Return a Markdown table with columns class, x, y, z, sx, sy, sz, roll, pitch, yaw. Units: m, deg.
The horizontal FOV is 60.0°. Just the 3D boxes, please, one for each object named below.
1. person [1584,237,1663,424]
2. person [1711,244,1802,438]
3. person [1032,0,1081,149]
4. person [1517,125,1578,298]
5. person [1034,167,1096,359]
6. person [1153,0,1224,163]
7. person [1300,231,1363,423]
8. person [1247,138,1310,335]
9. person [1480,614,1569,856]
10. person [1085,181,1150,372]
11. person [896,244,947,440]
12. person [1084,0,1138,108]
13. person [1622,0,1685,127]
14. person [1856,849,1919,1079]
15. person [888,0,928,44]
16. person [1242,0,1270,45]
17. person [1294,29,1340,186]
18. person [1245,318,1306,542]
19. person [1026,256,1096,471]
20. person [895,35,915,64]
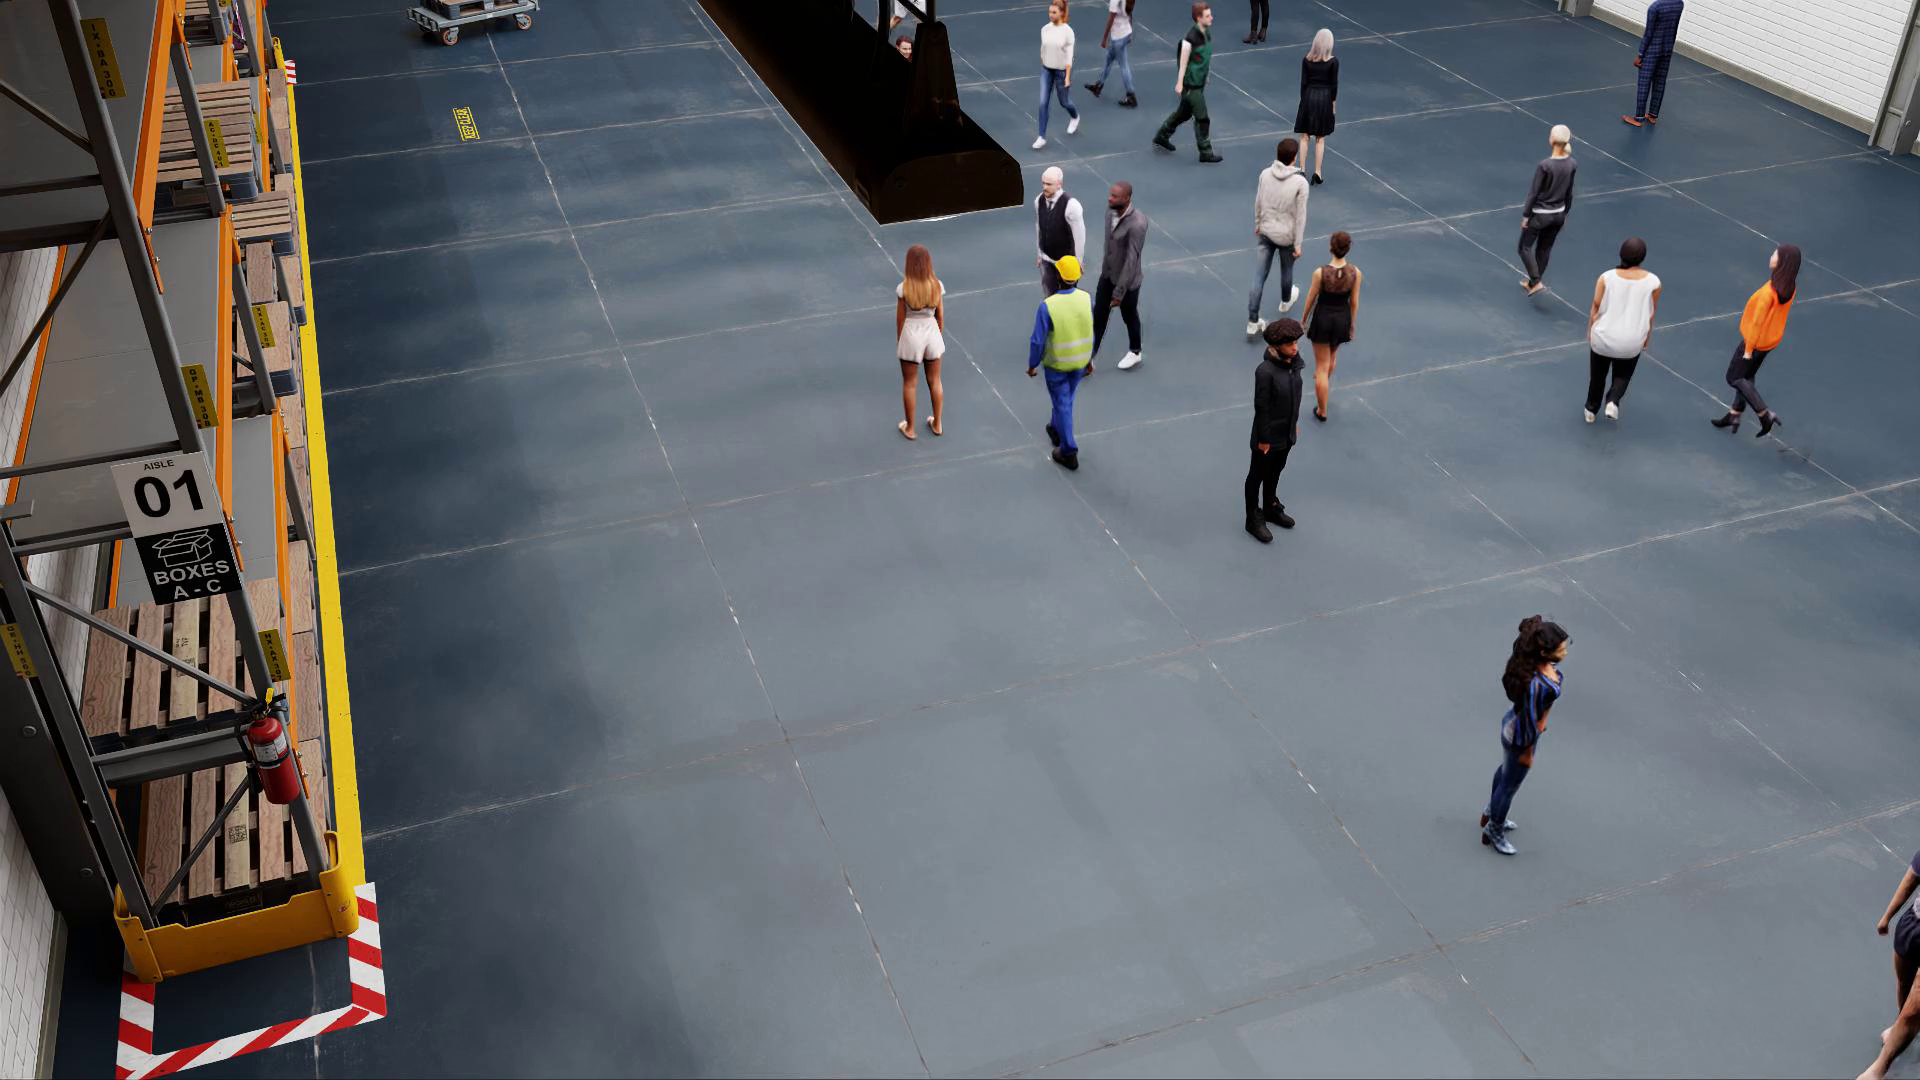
| class | x | y | z | sx | sy | sz | roll | pitch | yaw |
| --- | --- | --- | --- | --- | --- | --- | --- | --- | --- |
| person | 5.510 | -1.708 | 13.930 | 0.778 | 1.673 | 0.829 | 13 | 36 | 18 |
| person | 6.661 | -1.599 | 13.708 | 0.792 | 1.737 | 0.929 | -26 | 42 | -34 |
| person | 1.185 | -5.523 | 19.655 | 1.113 | 1.689 | 1.088 | 20 | 38 | 27 |
| person | 5.674 | -3.120 | 16.014 | 0.700 | 1.717 | 0.813 | -6 | 34 | -9 |
| person | 0.969 | -2.532 | 15.054 | 1.014 | 1.800 | 1.010 | 26 | 41 | 33 |
| person | 2.613 | -5.280 | 19.184 | 1.221 | 1.805 | 1.132 | 16 | 37 | 22 |
| person | 3.150 | -1.771 | 14.049 | 0.732 | 1.646 | 1.005 | -3 | 34 | -5 |
| person | 2.892 | -2.773 | 15.407 | 1.271 | 1.811 | 1.252 | 19 | 38 | 26 |
| person | 3.285 | 1.130 | 9.711 | 0.754 | 1.616 | 0.680 | 12 | 35 | 17 |
| person | 1.494 | -2.317 | 14.749 | 0.977 | 1.780 | 1.072 | -22 | 40 | -30 |
| person | -0.330 | -1.642 | 13.814 | 0.586 | 1.692 | 0.563 | -9 | 35 | -13 |
| person | 2.072 | -6.240 | 20.730 | 1.096 | 1.693 | 1.003 | 17 | 37 | 24 |
| person | 8.467 | -5.949 | 20.179 | 0.643 | 1.818 | 0.585 | -12 | 35 | -17 |
| person | 4.955 | 1.996 | 8.403 | 0.805 | 1.623 | 0.889 | -21 | 39 | -28 |
| person | -0.774 | -7.403 | 22.384 | 1.248 | 1.799 | 1.104 | 19 | 38 | 26 |
| person | 4.157 | -7.761 | 22.972 | 0.715 | 1.744 | 0.675 | -25 | 41 | -32 |
| person | 3.980 | -4.831 | 18.560 | 0.698 | 1.748 | 0.751 | 13 | 36 | 18 |
| person | 2.368 | -0.863 | 12.560 | 0.712 | 1.781 | 0.727 | -27 | 42 | -34 |
| person | 0.880 | -1.391 | 13.338 | 0.740 | 1.800 | 0.916 | -16 | 37 | -23 |
| person | -0.622 | -4.624 | 18.195 | 0.765 | 1.808 | 0.760 | 24 | 41 | 32 |
